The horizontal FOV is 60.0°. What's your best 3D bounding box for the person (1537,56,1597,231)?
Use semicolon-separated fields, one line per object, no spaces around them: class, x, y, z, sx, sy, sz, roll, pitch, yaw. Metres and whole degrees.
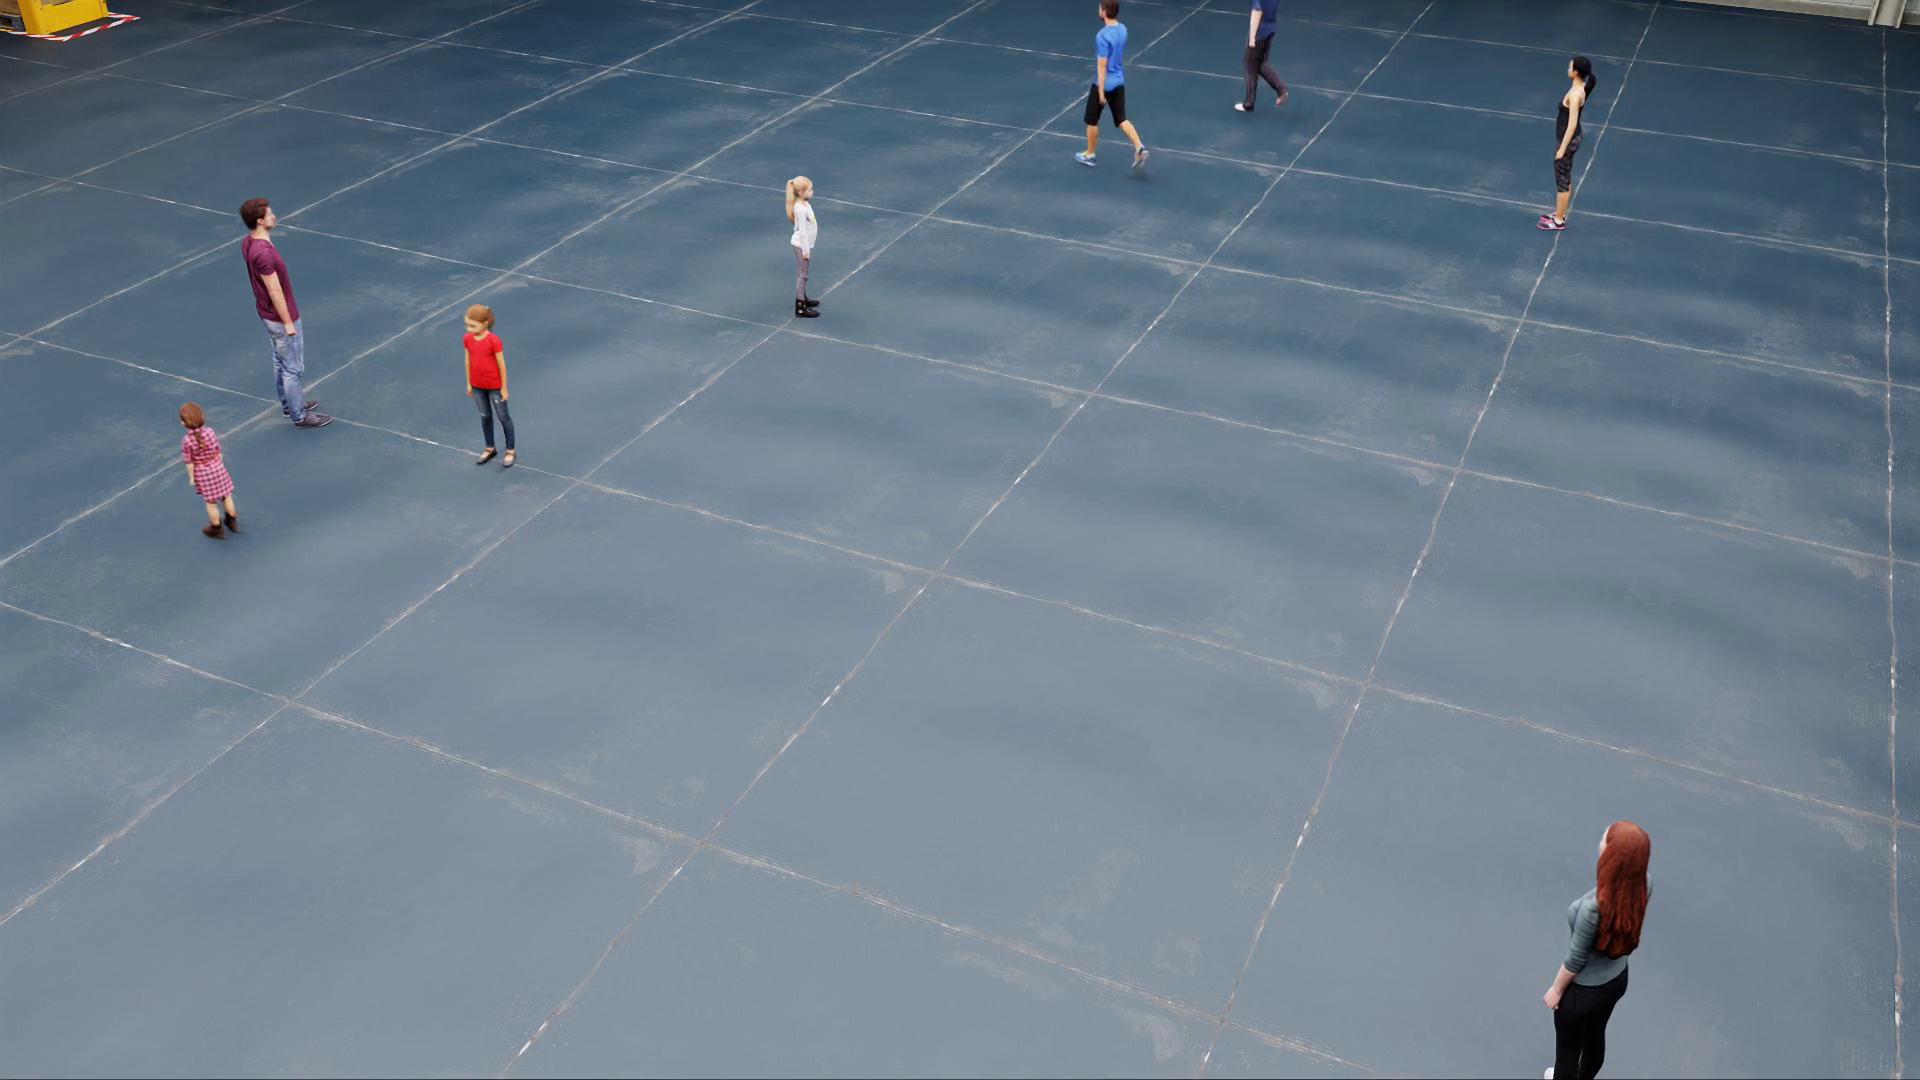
person;6.051;-3.936;16.511;0.523;1.727;0.563;15;35;23

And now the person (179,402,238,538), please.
person;-5.312;-0.500;11.725;0.473;1.020;0.457;20;38;29

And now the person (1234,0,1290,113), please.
person;3.622;-5.930;19.548;0.950;1.858;0.801;24;40;33

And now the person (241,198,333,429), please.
person;-5.319;-1.775;12.969;0.805;1.850;0.670;-21;38;-29

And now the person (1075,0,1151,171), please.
person;1.678;-4.856;17.862;1.257;1.840;0.905;28;41;36

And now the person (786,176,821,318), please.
person;-1.415;-2.635;14.870;0.599;1.275;0.562;-3;32;-4

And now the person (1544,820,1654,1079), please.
person;2.740;1.913;7.222;0.670;1.743;0.703;-18;36;-26

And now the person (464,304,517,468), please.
person;-3.551;-1.184;12.540;0.479;1.307;0.582;8;33;12
